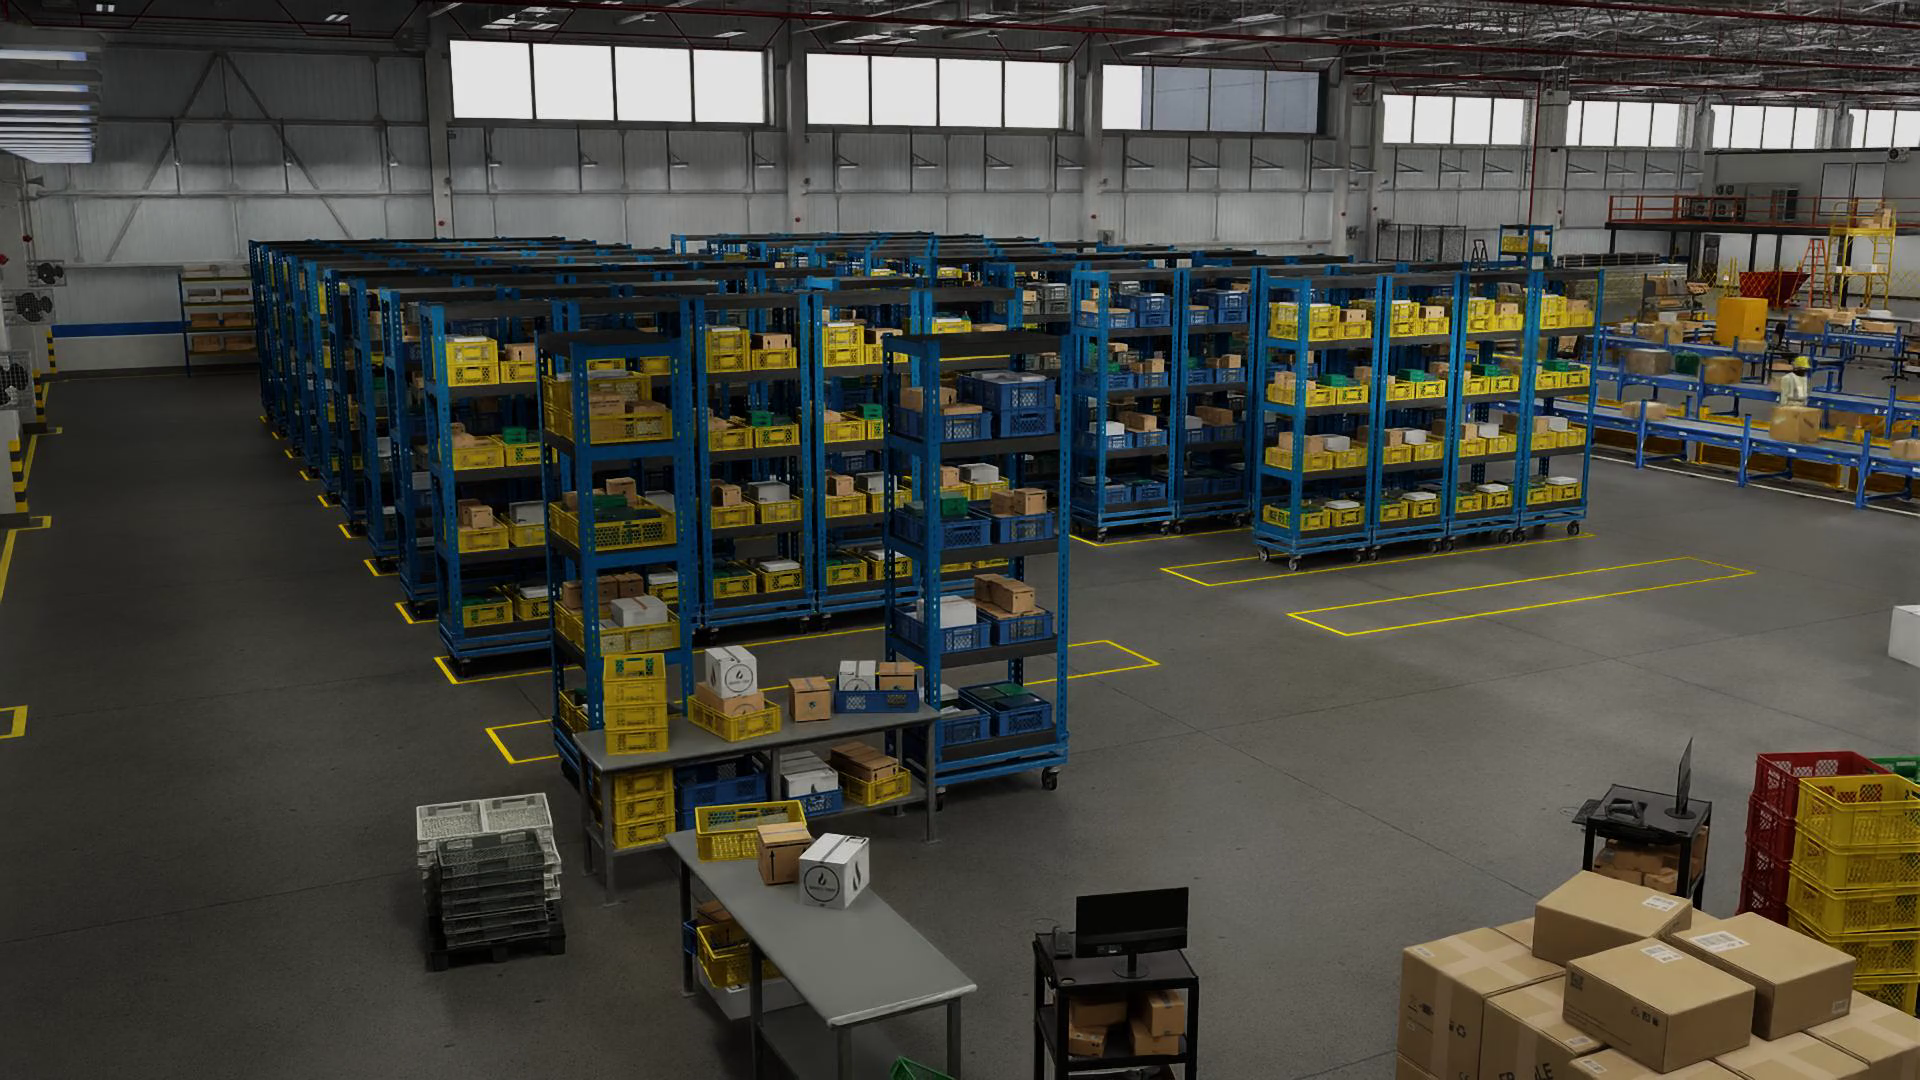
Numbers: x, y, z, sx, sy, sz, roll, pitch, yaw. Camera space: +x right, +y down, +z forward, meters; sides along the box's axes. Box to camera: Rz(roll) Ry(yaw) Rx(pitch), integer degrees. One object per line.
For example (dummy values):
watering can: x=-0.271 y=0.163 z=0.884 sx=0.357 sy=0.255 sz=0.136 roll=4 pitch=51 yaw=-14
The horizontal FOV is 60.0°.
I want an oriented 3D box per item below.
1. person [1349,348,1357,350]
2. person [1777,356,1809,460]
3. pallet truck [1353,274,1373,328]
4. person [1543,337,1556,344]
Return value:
person: x=7.492 y=-2.962 z=31.745 sx=0.672 sy=1.870 sz=0.467 roll=11 pitch=16 yaw=42
person: x=14.345 y=-2.260 z=28.611 sx=0.623 sy=1.823 sz=0.405 roll=-7 pitch=14 yaw=-29
pallet truck: x=13.011 y=-8.050 z=55.243 sx=0.823 sy=1.965 sz=1.885 roll=-7 pitch=14 yaw=-28
person: x=14.230 y=-4.703 z=40.447 sx=0.502 sy=1.632 sz=0.277 roll=3 pitch=12 yaw=12
